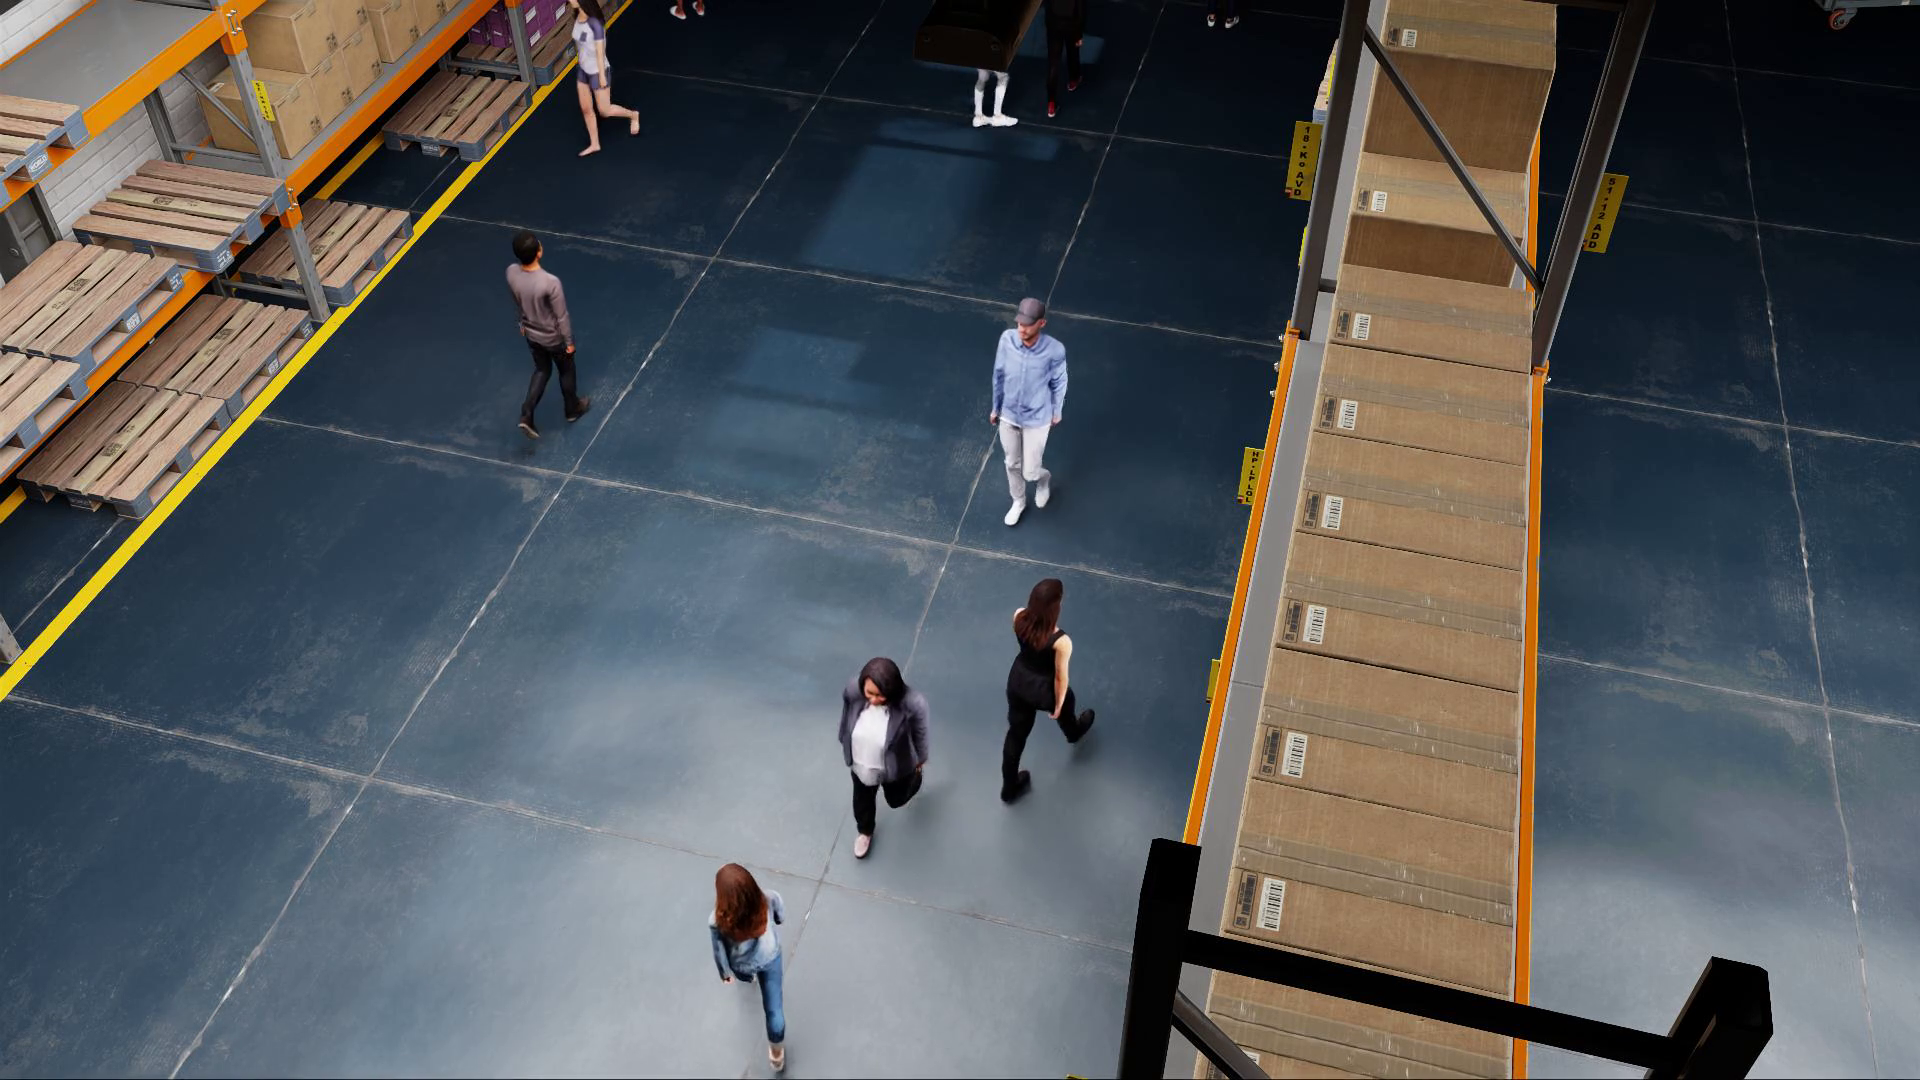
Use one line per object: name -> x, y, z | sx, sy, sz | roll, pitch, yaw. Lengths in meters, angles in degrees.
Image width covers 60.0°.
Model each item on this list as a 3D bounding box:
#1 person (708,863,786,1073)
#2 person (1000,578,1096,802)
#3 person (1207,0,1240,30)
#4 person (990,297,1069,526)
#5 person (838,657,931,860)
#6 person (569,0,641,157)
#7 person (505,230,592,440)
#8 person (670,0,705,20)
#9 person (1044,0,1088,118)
person -> -1.056, 2.236, 8.693 | 0.918, 1.439, 1.096 | -12, 45, -12
person -> 0.407, 0.932, 9.913 | 0.836, 1.644, 1.147 | 27, 50, 25
person -> 2.800, -6.162, 17.370 | 0.585, 1.629, 0.534 | 14, 45, 15
person -> 0.484, -0.941, 11.710 | 0.711, 1.877, 0.751 | 17, 46, 17
person -> -0.415, 1.188, 9.690 | 0.736, 1.582, 0.859 | 17, 46, 17
person -> -3.340, -4.393, 15.470 | 0.990, 1.690, 0.851 | -34, 53, -31
person -> -3.134, -1.486, 12.374 | 0.755, 1.751, 1.022 | 16, 46, 16
person -> -2.953, -6.359, 17.510 | 0.680, 1.722, 0.746 | -23, 48, -23
person -> 0.973, -4.869, 16.011 | 0.651, 1.633, 1.069 | 13, 45, 13
